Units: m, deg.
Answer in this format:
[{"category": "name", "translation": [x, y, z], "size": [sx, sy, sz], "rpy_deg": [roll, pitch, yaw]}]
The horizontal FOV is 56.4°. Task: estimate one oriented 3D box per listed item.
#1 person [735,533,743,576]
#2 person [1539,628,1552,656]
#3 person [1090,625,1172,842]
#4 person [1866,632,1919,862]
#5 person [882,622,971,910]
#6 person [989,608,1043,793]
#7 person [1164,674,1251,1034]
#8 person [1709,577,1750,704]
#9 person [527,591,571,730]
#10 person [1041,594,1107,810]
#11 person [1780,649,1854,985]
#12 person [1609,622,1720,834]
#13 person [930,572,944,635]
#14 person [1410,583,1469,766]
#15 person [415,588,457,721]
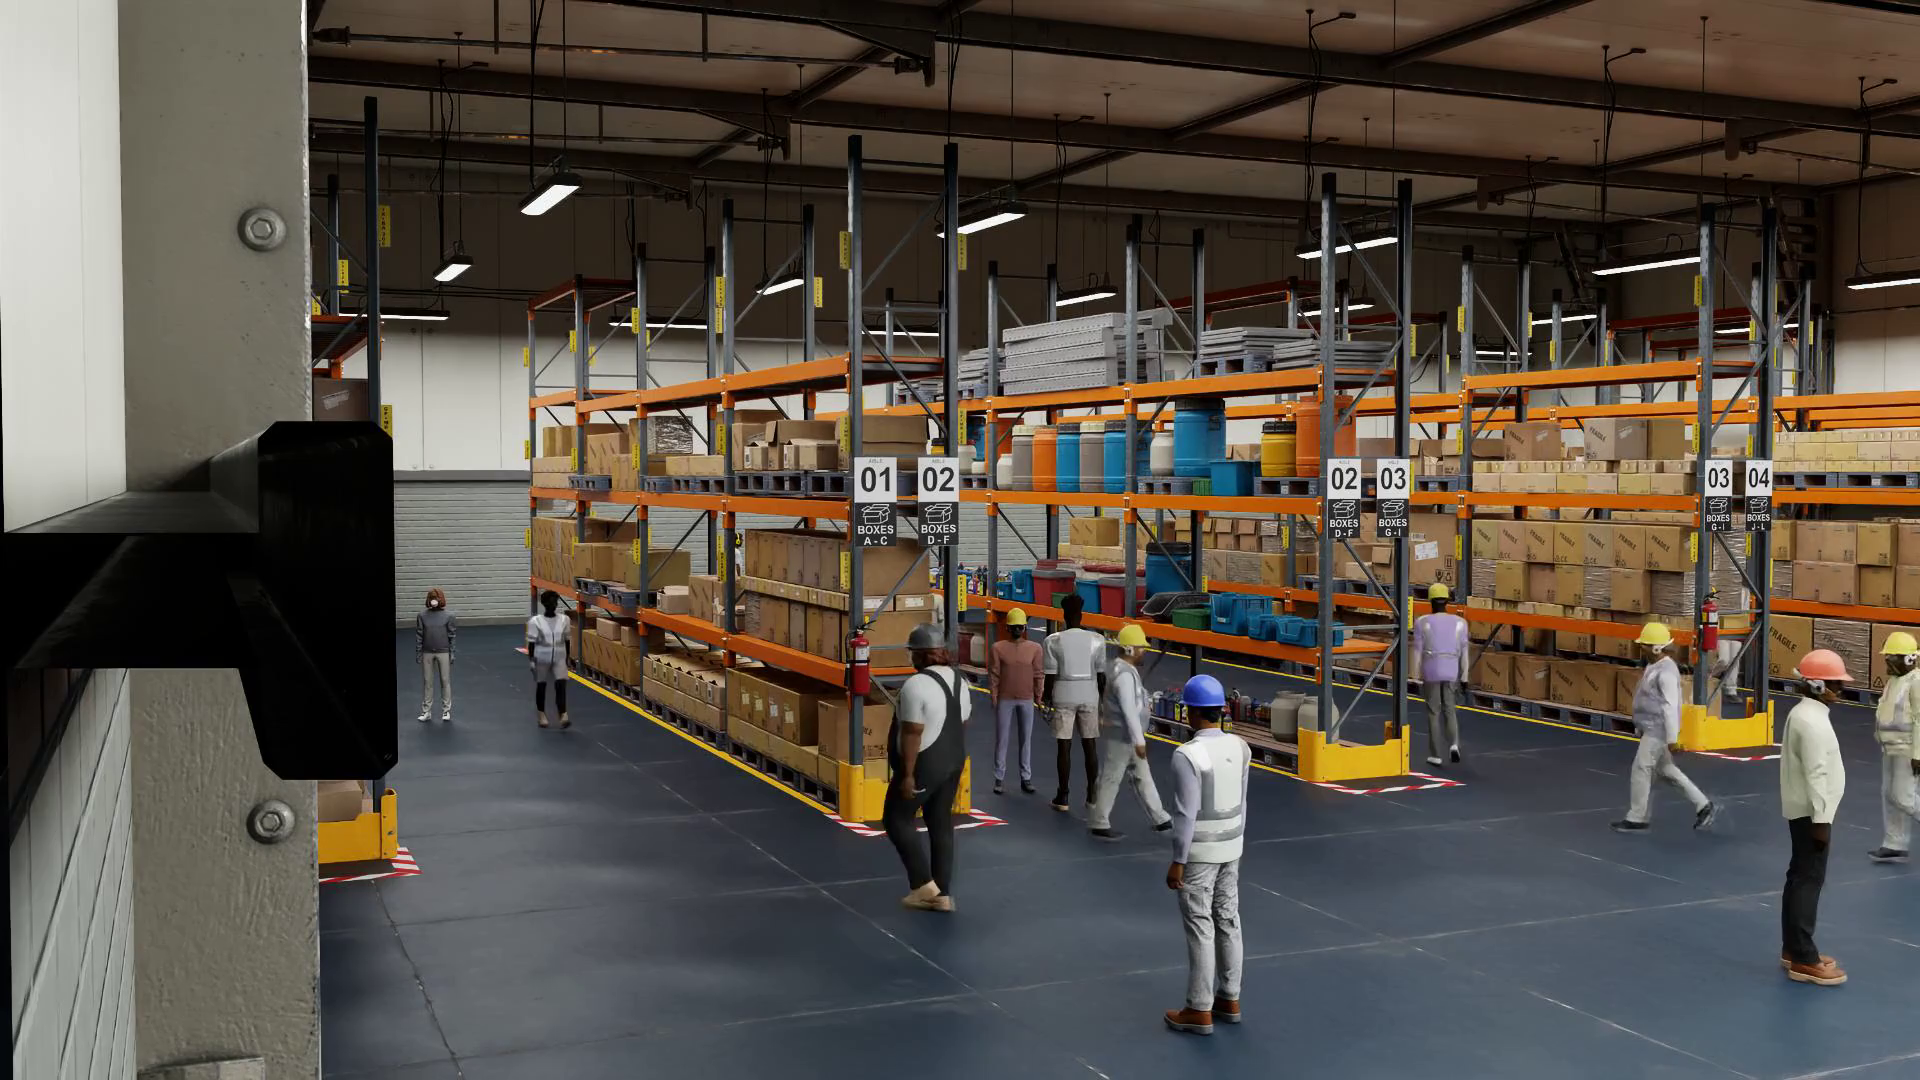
[{"category": "person", "translation": [-4.419, 0.790, 35.278], "size": [0.320, 1.862, 0.510], "rpy_deg": [-1, 2, -28]}, {"category": "person", "translation": [9.073, 1.055, 27.548], "size": [0.578, 1.917, 0.607], "rpy_deg": [-1, 2, -26]}, {"category": "person", "translation": [1.487, 1.603, 14.823], "size": [0.882, 1.789, 0.621], "rpy_deg": [0, 2, 6]}, {"category": "person", "translation": [7.435, 1.625, 14.012], "size": [0.552, 1.817, 0.615], "rpy_deg": [0, 2, 6]}, {"category": "person", "translation": [-0.245, 1.593, 12.547], "size": [0.536, 2.000, 0.719], "rpy_deg": [2, 3, 36]}, {"category": "person", "translation": [0.541, 1.530, 17.164], "size": [0.526, 1.769, 0.328], "rpy_deg": [0, 2, -7]}, {"category": "person", "translation": [1.361, 1.718, 9.922], "size": [0.393, 1.946, 0.617], "rpy_deg": [2, 3, 45]}, {"category": "person", "translation": [10.181, 1.225, 23.771], "size": [0.614, 1.869, 0.477], "rpy_deg": [0, 2, -13]}, {"category": "person", "translation": [-4.865, 1.424, 21.291], "size": [0.548, 1.644, 0.891], "rpy_deg": [-1, 2, -28]}, {"category": "person", "translation": [1.039, 1.468, 16.304], "size": [0.602, 1.958, 0.380], "rpy_deg": [0, 2, -9]}, {"category": "person", "translation": [5.206, 1.657, 10.901], "size": [0.396, 1.992, 0.622], "rpy_deg": [1, 2, 18]}, {"category": "person", "translation": [5.989, 1.591, 15.190], "size": [0.826, 1.803, 0.588], "rpy_deg": [1, 2, 18]}, {"category": "person", "translation": [-0.473, 1.268, 24.458], "size": [0.530, 1.732, 0.873], "rpy_deg": [-1, 2, -18]}, {"category": "person", "translation": [5.001, 1.403, 18.720], "size": [0.587, 1.911, 0.409], "rpy_deg": [0, 2, -6]}, {"category": "person", "translation": [-6.461, 1.406, 22.080], "size": [0.502, 1.636, 0.280], "rpy_deg": [0, 2, 0]}]
